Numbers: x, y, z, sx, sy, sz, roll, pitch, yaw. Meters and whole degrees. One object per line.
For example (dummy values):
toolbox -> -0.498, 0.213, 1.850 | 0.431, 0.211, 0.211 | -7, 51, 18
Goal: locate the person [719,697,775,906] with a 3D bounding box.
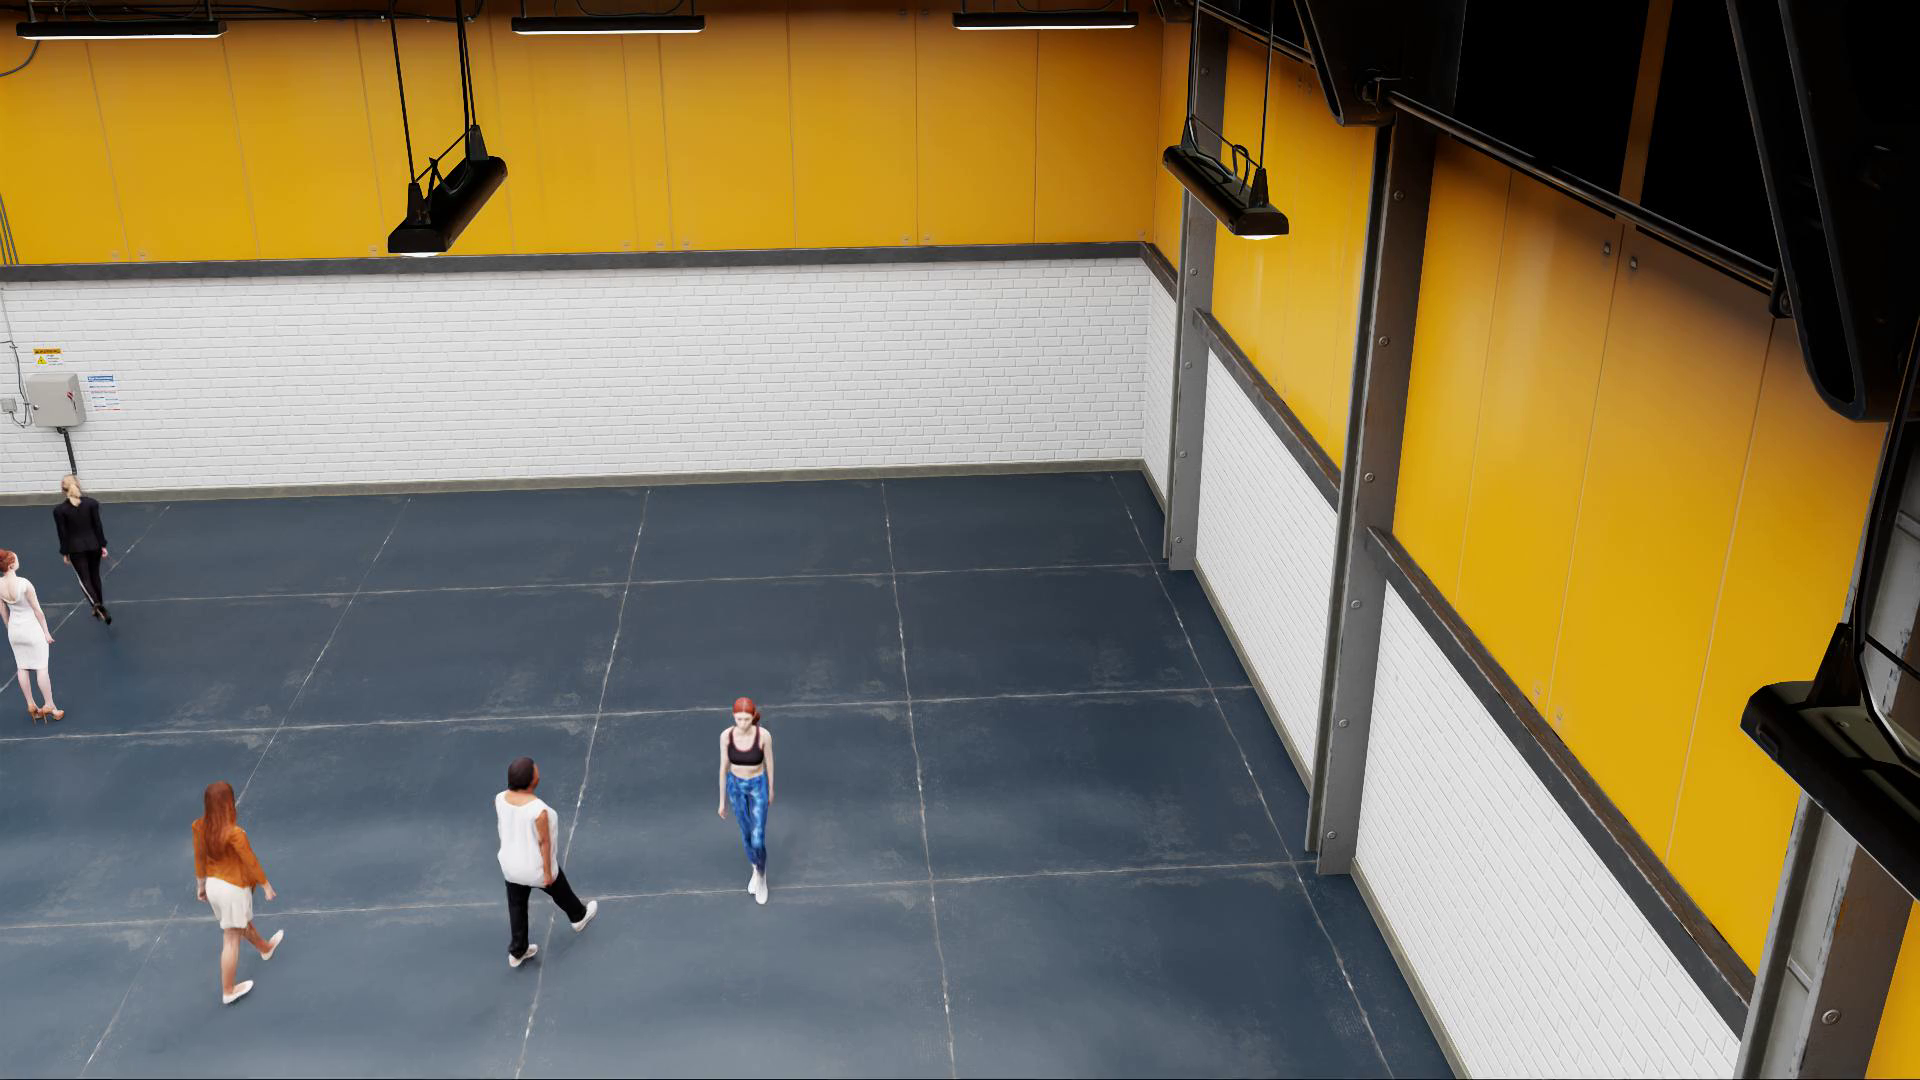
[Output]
person -> -1.652, 1.979, 13.138 | 0.623, 1.772, 0.712 | 3, 24, 6

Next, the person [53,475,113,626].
person -> -9.154, 0.148, 17.433 | 0.961, 1.686, 1.079 | -20, 30, -38

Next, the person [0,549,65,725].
person -> -8.768, 0.893, 15.597 | 0.620, 1.793, 0.556 | 3, 24, 8

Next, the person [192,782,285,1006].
person -> -5.293, 2.560, 11.910 | 0.931, 1.690, 1.088 | 10, 25, 21

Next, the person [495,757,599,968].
person -> -3.222, 2.408, 12.303 | 1.018, 1.654, 1.160 | 13, 27, 27
